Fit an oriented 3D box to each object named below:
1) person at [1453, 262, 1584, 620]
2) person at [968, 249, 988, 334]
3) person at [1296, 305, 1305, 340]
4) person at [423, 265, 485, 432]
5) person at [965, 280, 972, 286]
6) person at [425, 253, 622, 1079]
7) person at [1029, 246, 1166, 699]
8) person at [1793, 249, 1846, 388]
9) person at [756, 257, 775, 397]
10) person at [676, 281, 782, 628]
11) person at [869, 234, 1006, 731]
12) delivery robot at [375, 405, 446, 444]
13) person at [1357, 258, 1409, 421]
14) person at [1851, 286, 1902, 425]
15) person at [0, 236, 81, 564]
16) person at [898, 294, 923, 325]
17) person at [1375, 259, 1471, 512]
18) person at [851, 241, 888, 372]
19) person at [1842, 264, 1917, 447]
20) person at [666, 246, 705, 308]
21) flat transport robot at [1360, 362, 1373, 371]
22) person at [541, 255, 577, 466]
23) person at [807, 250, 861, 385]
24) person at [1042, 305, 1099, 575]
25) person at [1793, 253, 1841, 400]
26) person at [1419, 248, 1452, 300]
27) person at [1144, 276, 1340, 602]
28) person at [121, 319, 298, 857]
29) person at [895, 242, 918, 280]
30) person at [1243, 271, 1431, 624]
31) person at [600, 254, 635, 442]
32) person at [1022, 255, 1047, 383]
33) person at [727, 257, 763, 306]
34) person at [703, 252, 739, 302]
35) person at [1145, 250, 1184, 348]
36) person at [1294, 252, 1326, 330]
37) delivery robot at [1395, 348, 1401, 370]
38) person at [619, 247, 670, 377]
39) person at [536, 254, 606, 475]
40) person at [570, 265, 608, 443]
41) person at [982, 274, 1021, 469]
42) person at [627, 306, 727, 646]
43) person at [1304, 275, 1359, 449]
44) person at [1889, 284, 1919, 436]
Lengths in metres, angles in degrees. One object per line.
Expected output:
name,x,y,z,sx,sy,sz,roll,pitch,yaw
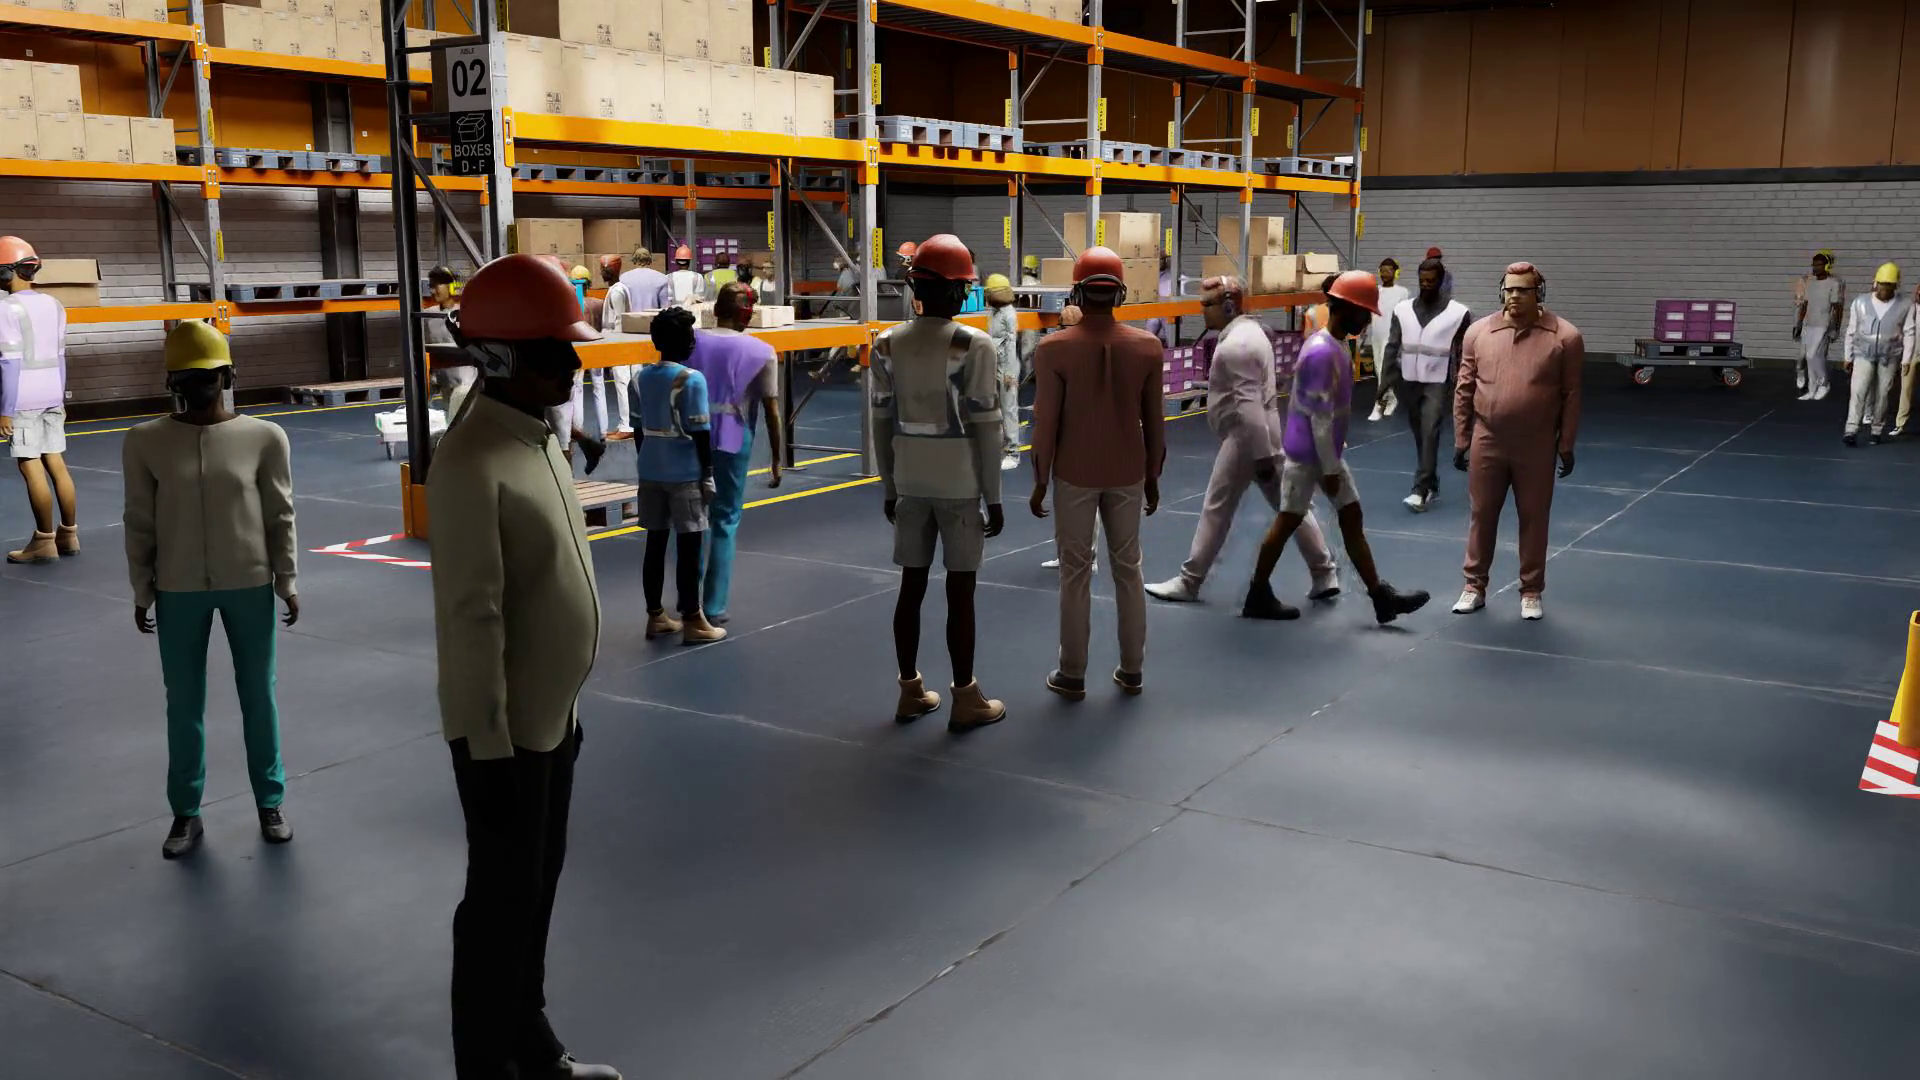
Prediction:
person,2.962,-0.523,8.903,0.652,1.906,0.402,5,11,26
person,0.150,-3.824,27.271,0.941,1.876,0.636,1,10,4
person,5.423,-3.485,25.838,0.543,1.727,0.804,-6,12,-29
person,-3.902,-1.221,12.997,0.520,1.839,0.848,4,11,23
person,-0.116,-2.827,21.736,0.573,1.882,0.359,-2,10,-12
person,-0.945,0.380,3.652,0.397,1.992,0.621,0,10,0
person,0.602,-0.292,7.376,0.622,1.992,0.397,-3,11,-14
person,11.277,-2.865,21.875,0.594,1.909,0.648,4,11,23
person,-2.451,-2.696,21.225,0.537,1.800,0.933,6,12,32
person,-1.240,-0.444,8.742,0.578,1.803,0.501,2,10,9
person,-0.077,-0.231,6.902,0.606,2.044,0.373,6,12,30
delivery robot,-5.065,-1.079,15.467,0.707,0.478,0.477,-4,11,-23
person,4.847,-2.292,18.929,0.520,1.833,0.935,9,13,40
person,10.205,-2.102,18.521,0.511,1.593,0.839,4,11,21
person,-5.862,-0.872,10.454,0.382,2.041,0.616,1,10,4
person,-0.292,-1.221,13.536,0.517,1.633,0.313,0,10,2
person,3.460,-1.158,12.514,0.605,1.871,0.978,8,13,39
person,-1.474,-3.583,25.485,0.688,2.000,0.535,5,12,27
person,8.922,-1.775,16.177,0.613,1.780,0.901,6,12,32
person,-3.696,-2.974,22.389,0.542,1.939,0.365,-1,10,-5
flat transport robot,5.652,-2.679,25.378,1.431,0.197,0.652,-5,11,-26
person,-2.236,-0.566,9.046,0.361,1.940,0.543,-6,12,-31
person,-1.638,-3.084,23.147,1.027,1.883,0.649,-1,10,-5
person,0.690,-0.595,10.058,0.279,1.633,0.505,-3,11,-17
person,10.792,-2.673,20.979,0.419,1.854,0.525,-2,11,-13
person,7.456,-3.648,26.274,0.778,1.897,0.570,-4,11,-22
person,1.629,-0.539,9.239,1.067,1.835,0.697,4,11,20
person,-2.467,0.158,5.515,0.523,1.769,0.313,-4,11,-22
person,-0.678,-2.894,21.794,0.382,1.995,0.612,-2,10,-13
person,1.959,-0.457,8.671,1.012,1.855,0.614,5,12,28
person,-3.443,-1.924,16.733,0.358,1.881,0.574,-2,10,-9
person,0.912,-3.079,23.304,0.702,1.816,0.585,-8,13,-36
person,-2.793,-2.815,21.893,0.632,1.804,0.939,3,11,17
person,-3.468,-3.304,24.482,0.633,1.846,0.429,-3,11,-15
person,2.980,-3.345,24.652,0.668,1.872,0.890,4,11,23
person,5.389,-3.540,25.812,0.590,1.837,0.404,1,10,5
delivery robot,6.449,-2.694,24.418,0.477,0.478,0.707,-2,10,-11
person,-3.909,-2.651,20.602,0.635,1.939,0.362,-3,11,-16
person,-3.282,-1.386,13.682,0.668,1.915,0.554,-7,12,-33
person,-3.763,-1.858,16.678,0.523,1.771,0.304,-4,11,-22
person,0.409,-1.493,14.839,0.392,1.710,0.548,-3,11,-17
person,-1.431,-0.318,8.350,0.530,1.695,0.321,8,13,36
person,3.587,-1.715,16.113,0.530,1.691,0.321,4,11,23
person,9.888,-1.867,17.101,0.498,1.634,0.278,10,14,43
